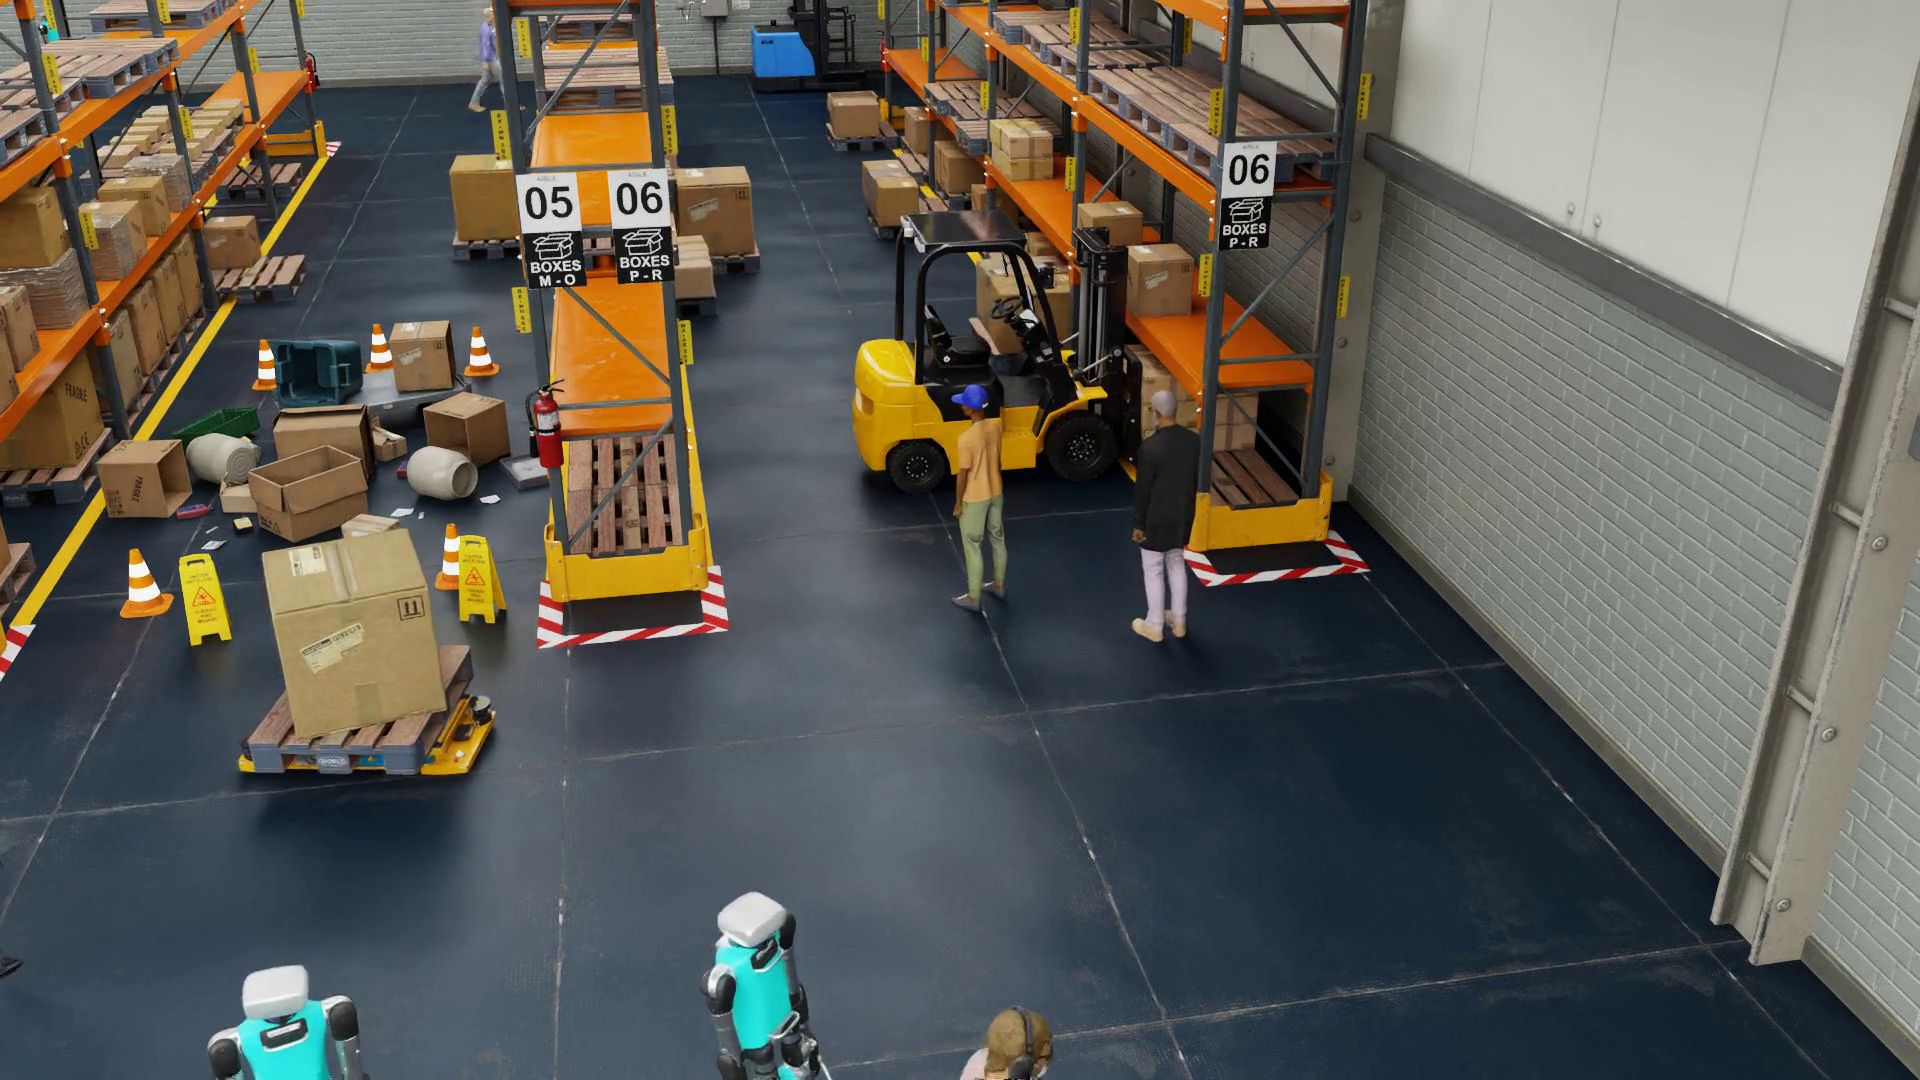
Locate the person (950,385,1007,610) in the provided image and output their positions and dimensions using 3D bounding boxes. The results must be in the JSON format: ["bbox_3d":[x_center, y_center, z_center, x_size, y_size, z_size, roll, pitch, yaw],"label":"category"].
[{"bbox_3d":[0.116,-0.325,12.143,0.382,1.712,0.443,23,34,39],"label":"person"}]

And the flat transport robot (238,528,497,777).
[{"bbox_3d":[-3.748,1.232,10.564,1.431,0.231,0.659,1,26,1],"label":"flat transport robot"}]

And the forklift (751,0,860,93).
[{"bbox_3d":[-2.872,-9.679,30.288,1.873,2.768,1.129,-5,26,-10],"label":"forklift"}]

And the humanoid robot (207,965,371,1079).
[{"bbox_3d":[-2.390,2.518,6.256,0.532,1.743,1.071,-13,29,-26],"label":"humanoid robot"}]

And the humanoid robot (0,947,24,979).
[{"bbox_3d":[-4.995,1.611,8.154,0.385,1.645,0.611,8,27,15],"label":"humanoid robot"}]

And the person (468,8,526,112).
[{"bbox_3d":[-8.090,-8.241,28.585,0.953,1.751,0.610,-6,26,-12],"label":"person"}]

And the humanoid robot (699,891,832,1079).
[{"bbox_3d":[-0.595,2.274,6.712,0.770,1.789,0.530,13,28,25],"label":"humanoid robot"}]

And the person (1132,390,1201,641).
[{"bbox_3d":[1.437,-0.156,11.647,0.548,1.841,0.400,-16,30,-29],"label":"person"}]

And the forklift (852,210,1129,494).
[{"bbox_3d":[0.216,-1.659,14.366,2.313,2.155,1.214,-5,26,-10],"label":"forklift"}]

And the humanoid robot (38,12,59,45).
[{"bbox_3d":[-14.974,-8.048,28.045,0.735,1.673,0.533,1,26,2],"label":"humanoid robot"}]

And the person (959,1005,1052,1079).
[{"bbox_3d":[0.033,2.511,6.025,0.867,1.890,0.706,1,26,3],"label":"person"}]
